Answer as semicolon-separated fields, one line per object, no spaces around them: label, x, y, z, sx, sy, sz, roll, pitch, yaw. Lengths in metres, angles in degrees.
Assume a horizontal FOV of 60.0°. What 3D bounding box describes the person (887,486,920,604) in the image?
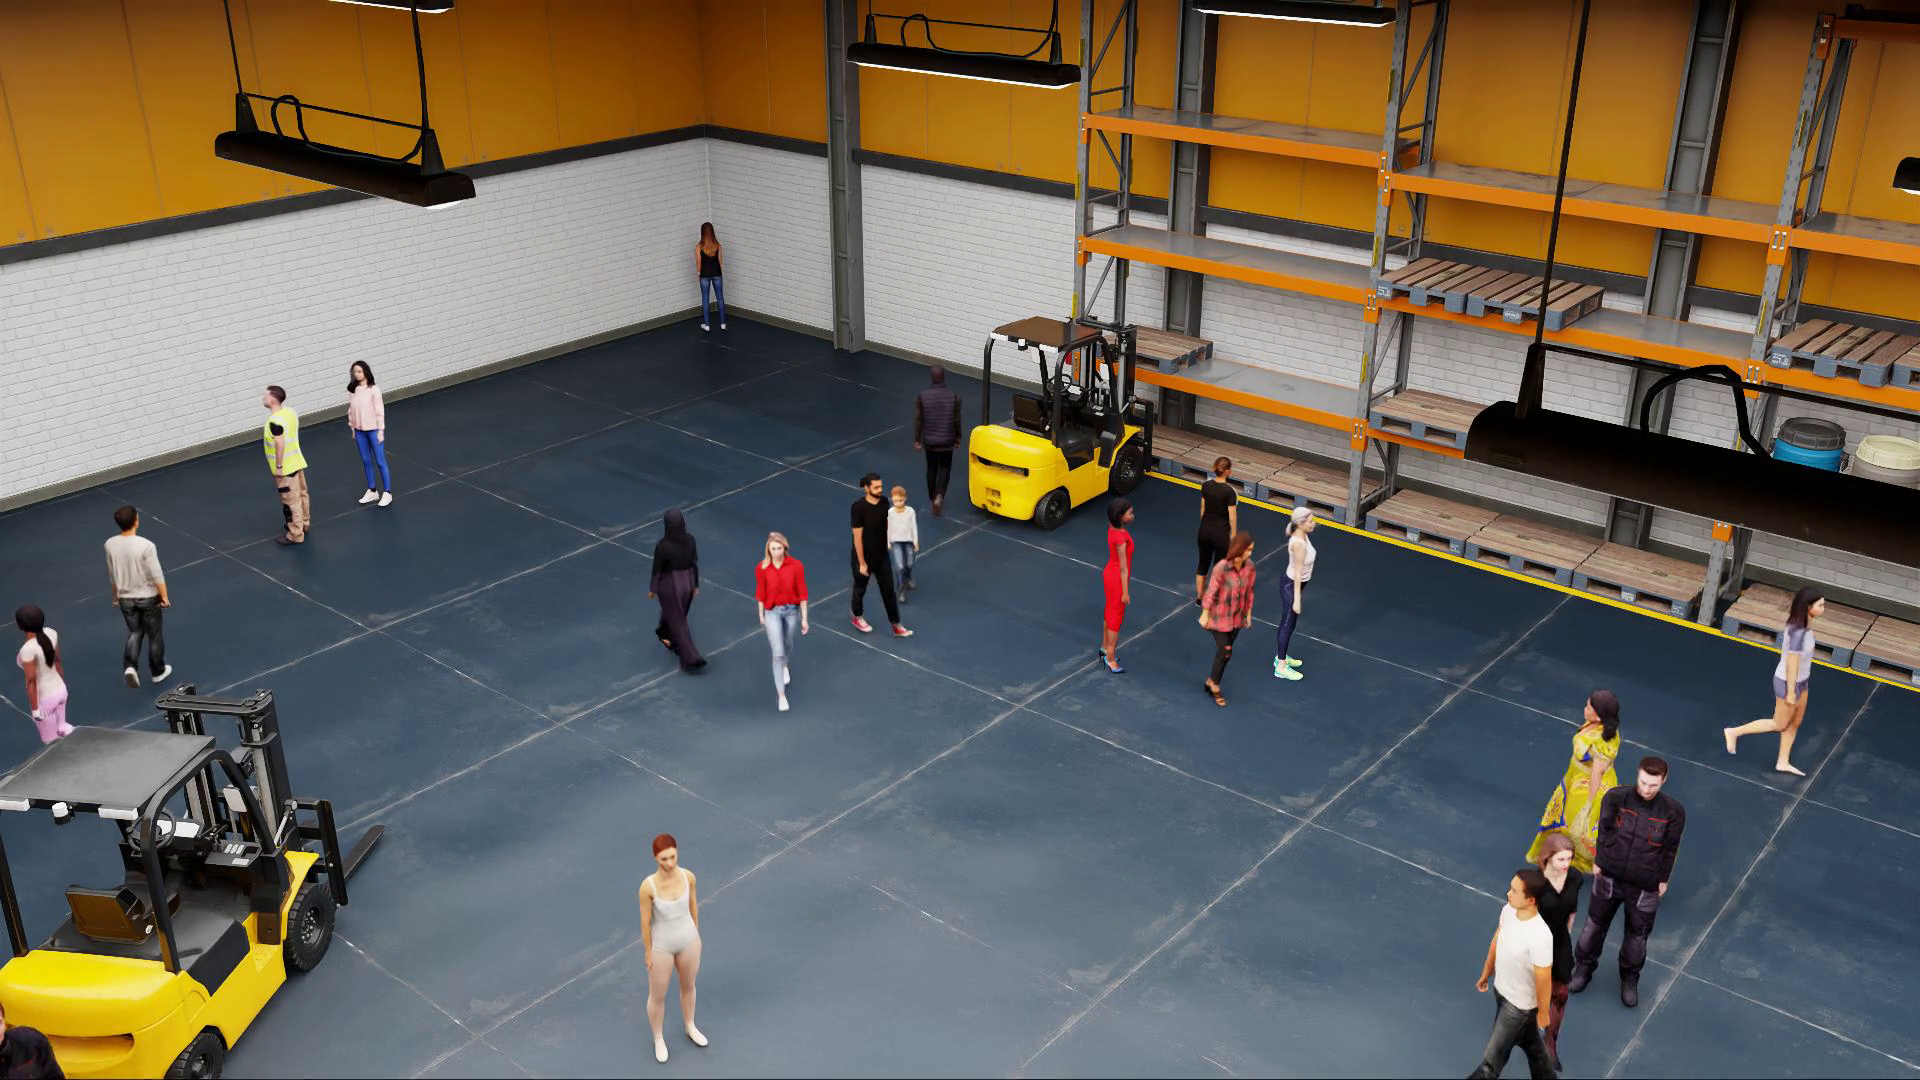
person;-0.596;0.008;17.349;0.729;1.297;0.790;-3;24;-7

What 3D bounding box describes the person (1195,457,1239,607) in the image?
person;2.618;-0.069;17.063;0.463;1.668;0.644;20;31;38

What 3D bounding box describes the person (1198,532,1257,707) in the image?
person;2.424;0.686;15.334;0.765;1.670;0.771;-9;25;-20

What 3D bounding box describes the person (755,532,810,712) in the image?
person;-1.636;0.675;15.376;1.048;1.656;1.185;-5;24;-11

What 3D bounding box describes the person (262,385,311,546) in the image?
person;-7.569;-0.868;18.667;0.912;1.847;0.856;-1;24;-2

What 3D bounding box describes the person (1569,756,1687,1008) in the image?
person;4.569;2.290;11.365;0.616;1.910;0.803;11;26;24

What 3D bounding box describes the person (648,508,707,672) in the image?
person;-2.679;0.482;15.882;0.701;1.603;1.111;-20;31;-38

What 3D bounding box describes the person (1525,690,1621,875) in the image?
person;4.849;1.899;12.597;1.239;1.640;1.096;4;24;8

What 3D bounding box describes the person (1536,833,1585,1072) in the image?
person;3.774;2.602;10.928;0.825;1.688;0.898;-5;24;-10

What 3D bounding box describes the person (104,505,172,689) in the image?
person;-7.666;0.573;15.434;0.970;1.796;1.015;0;24;0

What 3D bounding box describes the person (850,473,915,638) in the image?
person;-0.953;0.136;16.522;0.765;1.726;1.079;-18;29;-35

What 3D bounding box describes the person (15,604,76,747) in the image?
person;-7.484;1.317;13.811;0.923;1.733;0.821;3;24;6

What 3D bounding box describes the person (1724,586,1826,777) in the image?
person;6.965;1.193;14.118;0.928;1.715;0.651;15;28;31

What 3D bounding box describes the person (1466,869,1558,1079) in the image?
person;3.557;2.828;10.323;1.182;1.757;1.122;-2;24;-6

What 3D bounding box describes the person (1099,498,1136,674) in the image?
person;1.491;0.422;15.847;0.703;1.743;0.644;-2;24;-4

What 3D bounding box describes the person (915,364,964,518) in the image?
person;-0.248;-1.108;19.256;1.018;1.816;1.038;2;24;5

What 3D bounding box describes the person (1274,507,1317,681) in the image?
person;3.160;0.475;15.777;0.685;1.701;0.676;5;24;11

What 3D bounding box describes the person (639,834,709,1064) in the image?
person;-1.889;2.639;10.898;0.601;1.643;0.576;-14;27;-28

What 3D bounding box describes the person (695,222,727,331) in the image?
person;-3.964;-4.200;26.445;0.676;1.723;0.689;-8;25;-17

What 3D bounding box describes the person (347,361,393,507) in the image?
person;-6.994;-1.276;19.697;0.603;1.769;0.773;9;25;19
